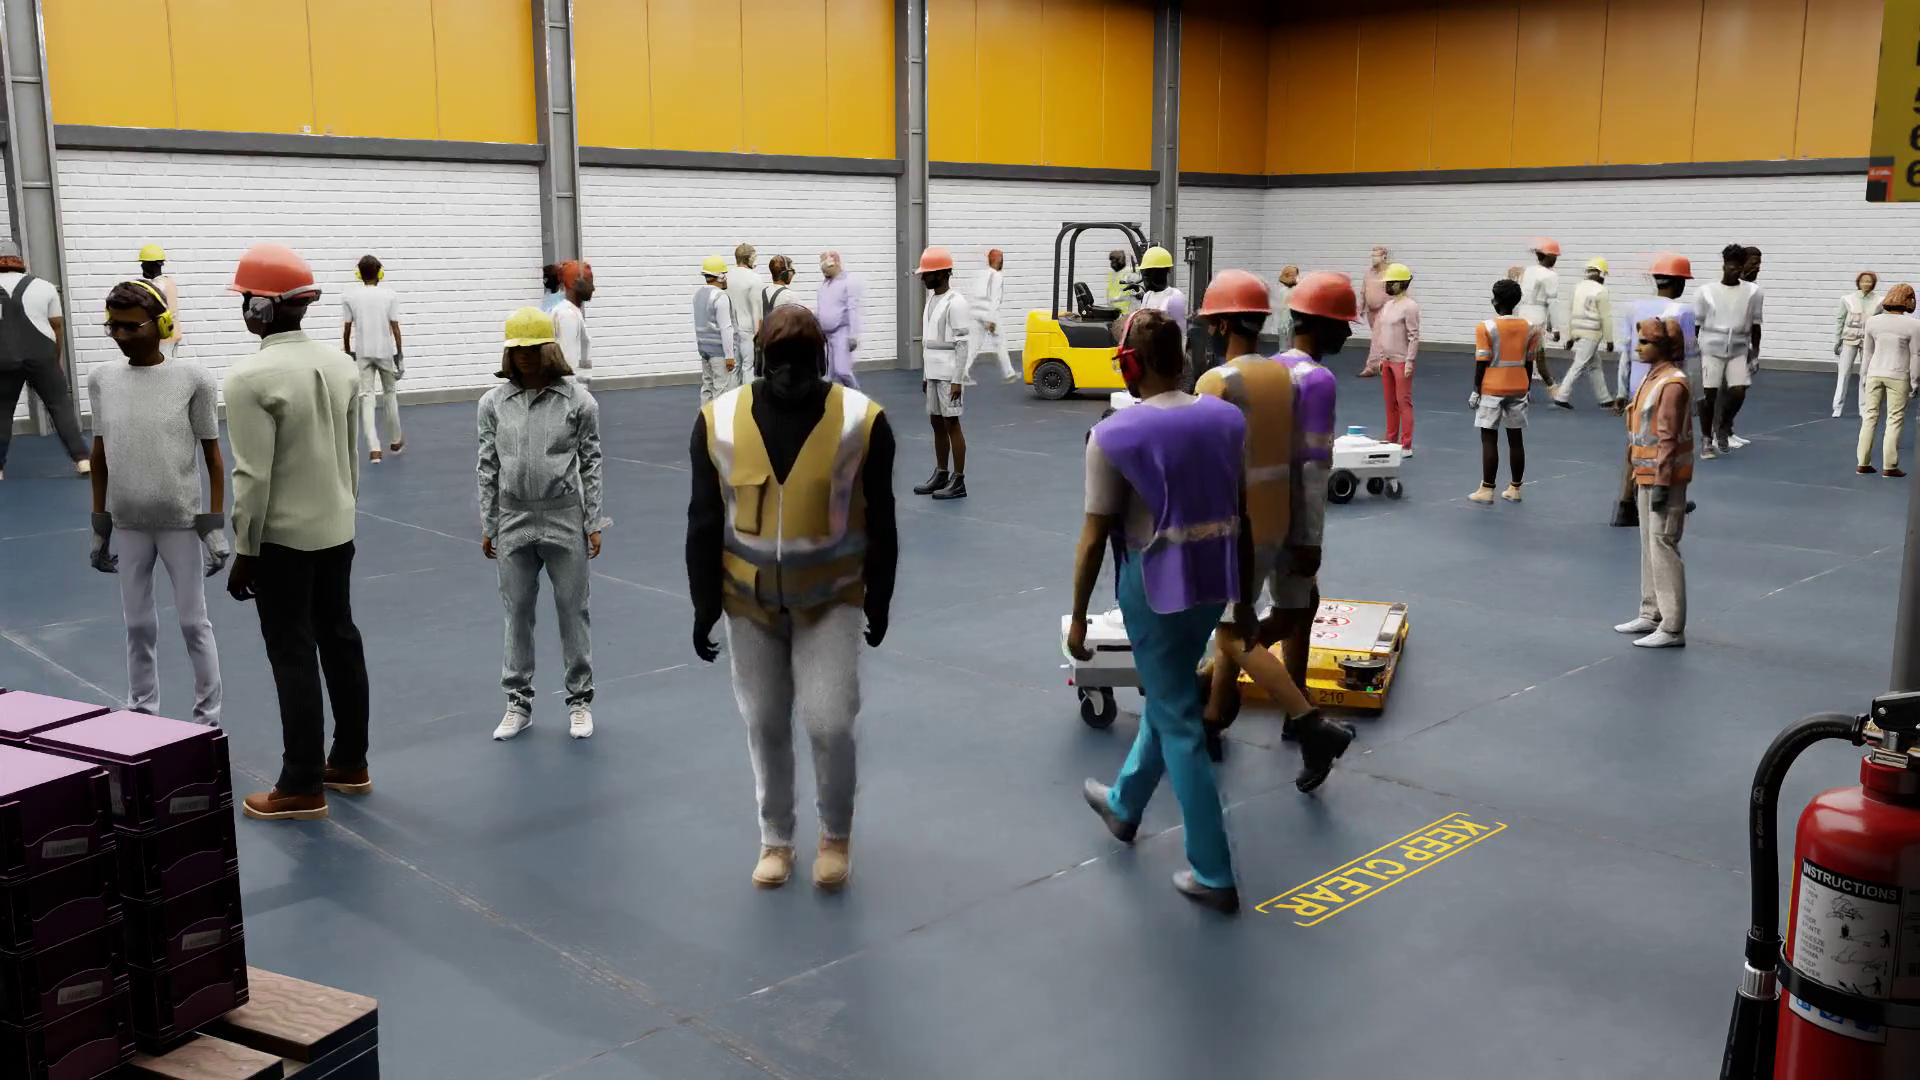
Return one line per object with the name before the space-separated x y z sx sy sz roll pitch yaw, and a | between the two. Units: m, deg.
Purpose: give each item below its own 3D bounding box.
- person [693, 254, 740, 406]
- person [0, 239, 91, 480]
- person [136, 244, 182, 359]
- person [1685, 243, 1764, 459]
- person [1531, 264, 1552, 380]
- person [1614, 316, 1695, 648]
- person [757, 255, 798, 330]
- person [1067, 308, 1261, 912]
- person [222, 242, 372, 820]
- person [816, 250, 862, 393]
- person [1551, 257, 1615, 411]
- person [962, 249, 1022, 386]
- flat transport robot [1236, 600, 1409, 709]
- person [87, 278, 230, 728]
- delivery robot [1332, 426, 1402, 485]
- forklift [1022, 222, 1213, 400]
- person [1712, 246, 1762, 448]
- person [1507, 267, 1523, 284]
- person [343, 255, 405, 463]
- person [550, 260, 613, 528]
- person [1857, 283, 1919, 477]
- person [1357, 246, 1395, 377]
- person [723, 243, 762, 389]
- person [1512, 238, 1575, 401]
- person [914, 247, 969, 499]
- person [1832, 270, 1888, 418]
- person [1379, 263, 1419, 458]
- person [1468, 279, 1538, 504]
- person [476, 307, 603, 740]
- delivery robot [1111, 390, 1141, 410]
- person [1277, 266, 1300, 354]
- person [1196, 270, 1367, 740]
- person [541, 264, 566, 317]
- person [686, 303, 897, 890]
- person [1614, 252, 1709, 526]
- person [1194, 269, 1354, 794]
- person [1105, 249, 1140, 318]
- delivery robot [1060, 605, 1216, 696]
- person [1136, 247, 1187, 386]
person | -2.326 -1.820 16.023 0.404 1.836 0.599 -8 13 -36
person | -7.743 -1.513 13.793 0.881 2.000 0.617 -5 11 -24
person | -8.213 -2.063 17.099 0.370 1.928 0.585 -2 11 -9
person | 6.892 -1.689 15.004 0.643 1.943 0.429 2 11 13
person | 8.107 -3.063 23.379 0.316 1.637 0.540 -2 11 -10
person | 3.457 -0.288 8.248 0.321 1.629 0.516 1 10 8
person | -1.623 -1.670 15.183 0.506 1.846 0.344 9 13 39
person | 0.581 0.189 5.180 0.587 1.790 0.953 -7 12 -32
person | -2.315 -0.025 5.797 0.375 1.997 0.611 3 11 15
person | -1.346 -2.204 18.030 0.679 1.866 0.556 9 13 39
person | 7.252 -2.361 19.166 0.913 1.776 0.592 -1 10 -7
person | 0.386 -2.997 22.463 1.014 1.828 0.621 -6 12 -30
flat transport robot | 1.697 0.485 7.729 0.652 0.197 1.431 4 11 19
person | -3.032 -0.047 6.287 0.520 1.865 0.328 0 10 -2
delivery robot | 3.027 -0.631 12.783 0.707 0.478 0.477 -3 11 -17
forklift | 1.935 -2.847 20.651 2.313 2.155 1.214 2 11 13
person | 7.465 -1.857 16.010 0.393 1.916 0.590 8 13 37
person | 6.810 -2.525 20.422 0.283 1.633 0.501 3 11 16
person | -5.297 -1.645 15.070 0.541 1.829 0.917 -2 11 -11
person | -2.771 -0.990 11.431 0.621 1.863 0.626 -3 11 -16
person | 7.822 -1.339 13.985 0.281 1.624 0.493 -7 13 -34
person | 6.074 -3.284 23.934 0.926 1.872 0.653 -6 12 -31
person | -2.354 -2.250 18.100 0.629 1.937 0.376 9 14 41
person | 6.926 -2.597 19.872 1.095 1.974 0.621 -3 11 -13
person | -0.155 -1.277 12.803 0.373 1.930 0.552 -6 12 -28
person | 9.966 -2.161 18.423 0.522 1.638 0.310 5 11 24
person | 3.960 -1.622 15.138 0.318 1.767 0.534 -3 11 -15
person | 4.091 -1.116 12.564 0.542 1.695 0.316 -3 11 -17
person | -1.681 -0.057 6.668 0.493 1.743 0.301 -1 10 -3
delivery robot | 1.859 -1.371 16.818 0.477 0.478 0.707 -8 13 -38
person | 4.209 -2.692 21.335 0.279 1.633 0.501 3 11 18
person | 1.191 -0.094 6.465 0.778 1.900 0.579 -2 11 -10
person | -4.514 -2.233 18.650 0.317 1.698 0.540 -10 14 -43
person | -0.511 0.196 5.080 0.618 1.827 0.494 1 10 6
person | 4.972 -1.047 11.636 0.901 1.898 0.555 -3 11 -17
person | 1.104 -0.039 6.143 0.569 1.907 0.863 -10 14 -42
person | 2.298 -3.215 23.681 0.450 1.823 0.642 -7 12 -32
delivery robot | 0.774 0.441 6.940 0.707 0.478 0.477 0 10 2
person | 1.614 -1.422 13.607 0.373 1.925 0.595 -5 11 -23
